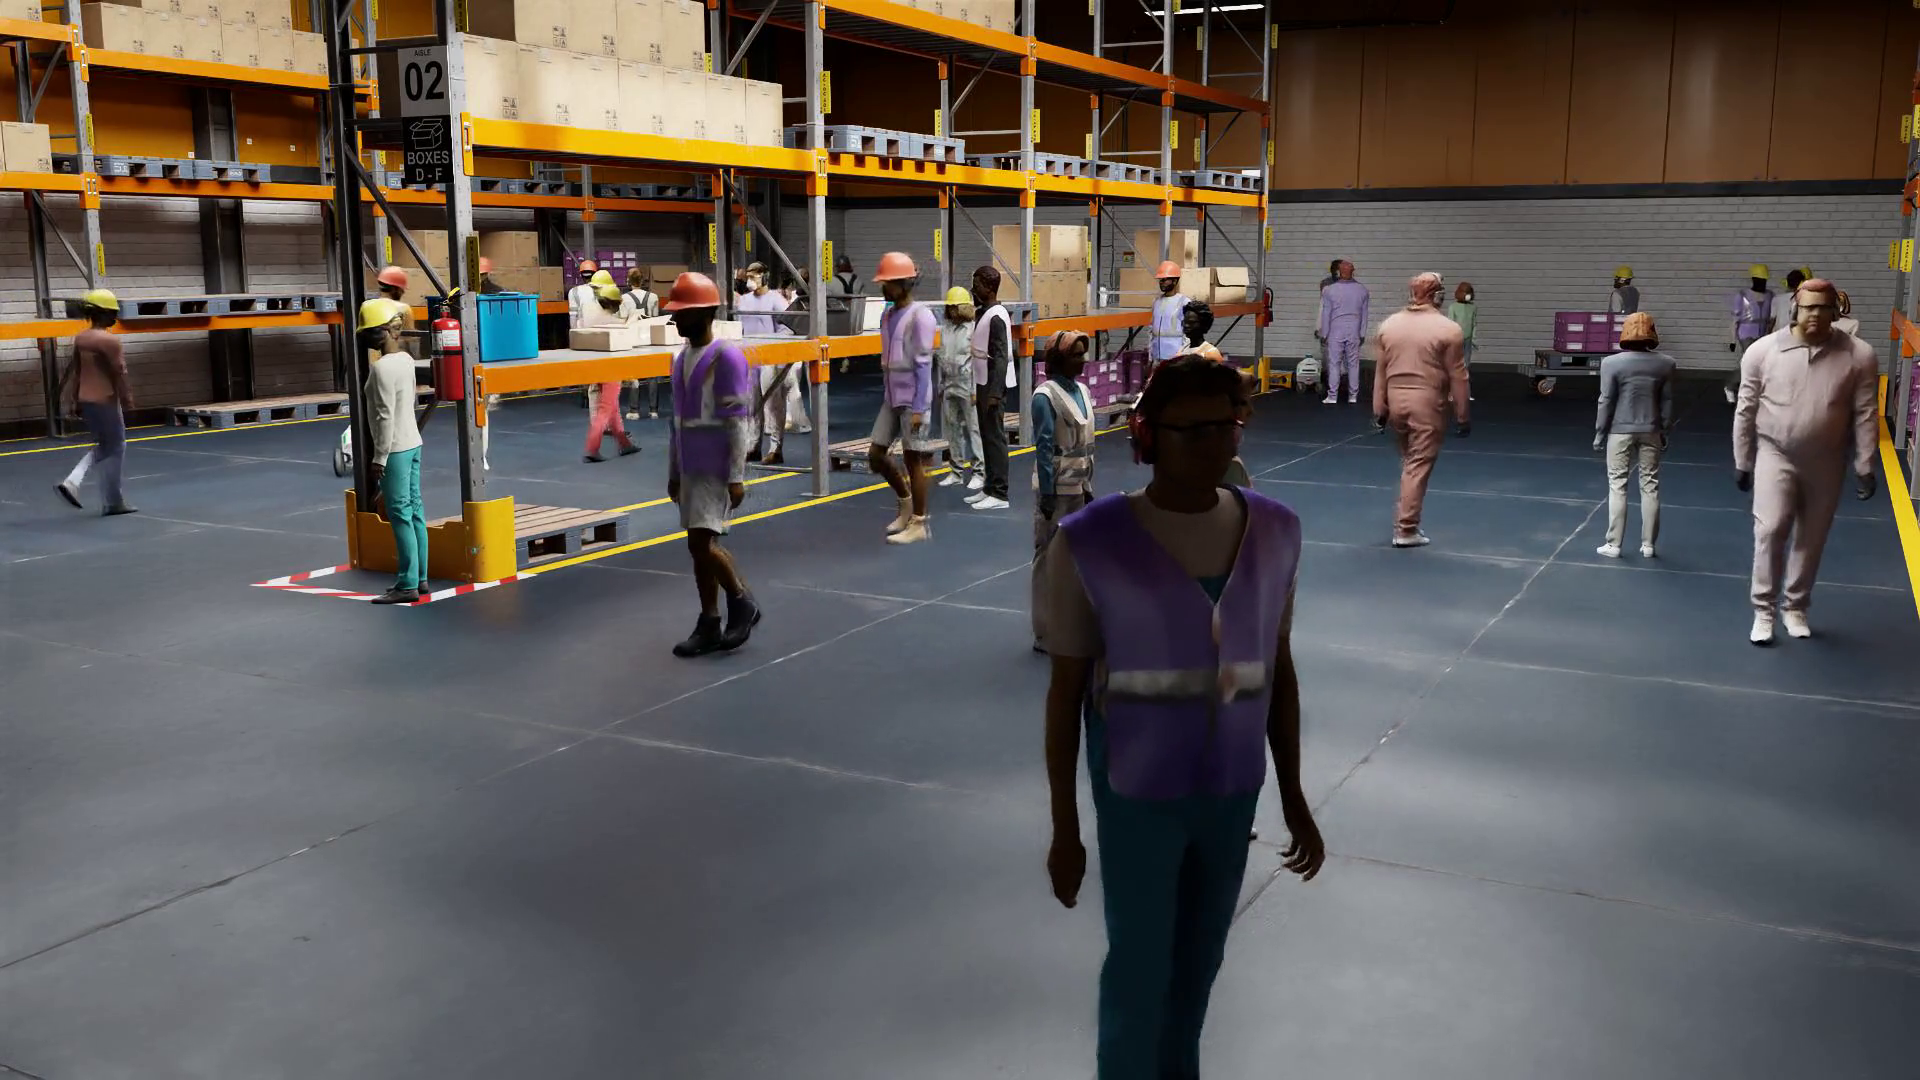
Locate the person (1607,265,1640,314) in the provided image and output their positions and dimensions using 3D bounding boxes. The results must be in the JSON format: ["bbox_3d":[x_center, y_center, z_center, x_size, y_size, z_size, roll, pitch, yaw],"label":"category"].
[{"bbox_3d":[9.718,-3.112,24.477,0.600,1.836,0.404,-8,13,-38],"label":"person"}]

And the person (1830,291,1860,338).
[{"bbox_3d":[9.206,-1.814,17.583,0.497,1.629,0.277,4,10,20],"label":"person"}]

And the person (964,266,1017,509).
[{"bbox_3d":[0.247,-1.207,13.217,0.378,1.917,0.597,-2,10,-9],"label":"person"}]

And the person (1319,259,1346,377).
[{"bbox_3d":[5.969,-3.513,26.561,0.651,1.914,0.721,-2,10,-11],"label":"person"}]

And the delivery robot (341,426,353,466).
[{"bbox_3d":[-5.473,-0.930,15.287,0.477,0.478,0.707,-2,10,-14],"label":"delivery robot"}]

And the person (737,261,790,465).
[{"bbox_3d":[-1.897,-1.691,15.958,0.629,1.940,0.379,7,12,36],"label":"person"}]

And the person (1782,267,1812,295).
[{"bbox_3d":[11.583,-2.859,23.036,0.596,1.828,0.403,-7,12,-34],"label":"person"}]

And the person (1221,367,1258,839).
[{"bbox_3d":[0.869,0.214,5.806,0.314,1.636,0.517,-2,10,-10],"label":"person"}]

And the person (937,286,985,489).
[{"bbox_3d":[-0.001,-1.306,14.318,0.486,1.737,0.346,8,13,39],"label":"person"}]

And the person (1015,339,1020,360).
[{"bbox_3d":[0.956,-4.343,31.312,0.629,1.940,0.379,-2,10,-9],"label":"person"}]

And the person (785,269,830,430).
[{"bbox_3d":[-1.785,-2.161,18.961,0.634,1.841,0.429,0,10,2],"label":"person"}]

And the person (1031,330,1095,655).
[{"bbox_3d":[0.522,-0.244,8.448,0.309,1.641,0.515,5,11,28],"label":"person"}]

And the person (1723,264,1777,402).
[{"bbox_3d":[10.529,-2.739,22.199,0.620,1.877,0.943,-2,10,-11],"label":"person"}]

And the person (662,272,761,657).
[{"bbox_3d":[-1.291,-0.362,8.292,0.394,1.927,0.565,-9,13,-42],"label":"person"}]

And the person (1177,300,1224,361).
[{"bbox_3d":[1.620,-0.802,11.505,0.317,1.700,0.538,-4,11,-22],"label":"person"}]

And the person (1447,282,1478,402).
[{"bbox_3d":[6.858,-2.707,22.741,0.506,1.632,0.278,-5,11,-27],"label":"person"}]

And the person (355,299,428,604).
[{"bbox_3d":[-3.295,-0.509,9.640,0.324,1.760,0.523,0,10,-2],"label":"person"}]

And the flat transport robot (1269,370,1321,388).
[{"bbox_3d":[4.713,-2.457,25.215,0.652,0.197,1.431,-10,14,-44],"label":"flat transport robot"}]

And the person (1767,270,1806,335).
[{"bbox_3d":[10.162,-2.383,20.339,0.998,1.817,0.537,-7,12,-34],"label":"person"}]

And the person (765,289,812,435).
[{"bbox_3d":[-1.891,-1.970,18.466,0.659,1.615,0.545,-5,11,-28],"label":"person"}]

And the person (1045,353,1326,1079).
[{"bbox_3d":[0.454,0.528,3.436,0.578,1.845,0.428,-5,11,-25],"label":"person"}]

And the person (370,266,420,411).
[{"bbox_3d":[-5.331,-1.603,15.573,0.567,1.897,0.491,3,10,18],"label":"person"}]

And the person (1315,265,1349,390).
[{"bbox_3d":[5.660,-3.165,24.779,0.646,1.853,0.929,-2,10,-13],"label":"person"}]

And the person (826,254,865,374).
[{"bbox_3d":[-1.929,-3.779,27.751,0.695,2.000,0.849,-4,11,-23],"label":"person"}]

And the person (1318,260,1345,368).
[{"bbox_3d":[6.132,-3.608,27.149,0.474,1.912,0.583,-2,10,-9],"label":"person"}]

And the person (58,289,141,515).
[{"bbox_3d":[-6.630,-1.051,12.808,0.545,1.749,0.483,7,12,33],"label":"person"}]

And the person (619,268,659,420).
[{"bbox_3d":[-3.897,-2.376,20.219,0.506,1.839,0.343,-5,11,-29],"label":"person"}]

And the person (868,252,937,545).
[{"bbox_3d":[-0.402,-0.963,11.493,0.428,2.028,0.617,-7,12,-37],"label":"person"}]

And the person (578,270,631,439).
[{"bbox_3d":[-3.878,-2.020,18.172,0.590,1.833,0.404,7,12,36],"label":"person"}]

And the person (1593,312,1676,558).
[{"bbox_3d":[4.479,-0.694,11.072,0.506,1.631,0.281,0,10,1],"label":"person"}]

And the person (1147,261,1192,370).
[{"bbox_3d":[2.156,-1.921,17.295,0.361,1.938,0.544,-9,13,-42],"label":"person"}]

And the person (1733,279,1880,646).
[{"bbox_3d":[4.354,-0.388,8.563,0.662,1.881,0.744,3,10,18],"label":"person"}]

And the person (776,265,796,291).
[{"bbox_3d":[-2.857,-3.668,27.767,0.627,1.816,0.436,9,13,41],"label":"person"}]

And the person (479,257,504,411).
[{"bbox_3d":[-6.082,-2.602,21.155,0.632,1.961,0.658,4,11,21],"label":"person"}]

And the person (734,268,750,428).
[{"bbox_3d":[-2.558,-2.214,19.267,0.429,1.841,0.634,0,10,0],"label":"person"}]

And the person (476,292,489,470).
[{"bbox_3d":[-4.442,-1.496,15.198,0.535,1.819,1.003,-3,10,-18],"label":"person"}]

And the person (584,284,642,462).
[{"bbox_3d":[-3.437,-1.639,16.305,0.542,1.718,0.923,6,11,31],"label":"person"}]

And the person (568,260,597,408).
[{"bbox_3d":[-4.811,-2.676,21.695,0.542,1.928,0.376,-2,10,-10],"label":"person"}]

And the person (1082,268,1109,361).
[{"bbox_3d":[1.891,-2.960,23.532,0.548,1.859,0.385,6,12,32],"label":"person"}]

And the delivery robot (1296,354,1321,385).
[{"bbox_3d":[5.056,-2.452,24.094,0.477,0.478,0.707,2,10,12],"label":"delivery robot"}]

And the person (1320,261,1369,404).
[{"bbox_3d":[5.129,-2.764,22.269,0.641,1.908,0.408,-2,10,-9],"label":"person"}]

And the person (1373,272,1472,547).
[{"bbox_3d":[3.236,-0.894,11.491,0.646,1.882,0.665,-8,13,-38],"label":"person"}]
